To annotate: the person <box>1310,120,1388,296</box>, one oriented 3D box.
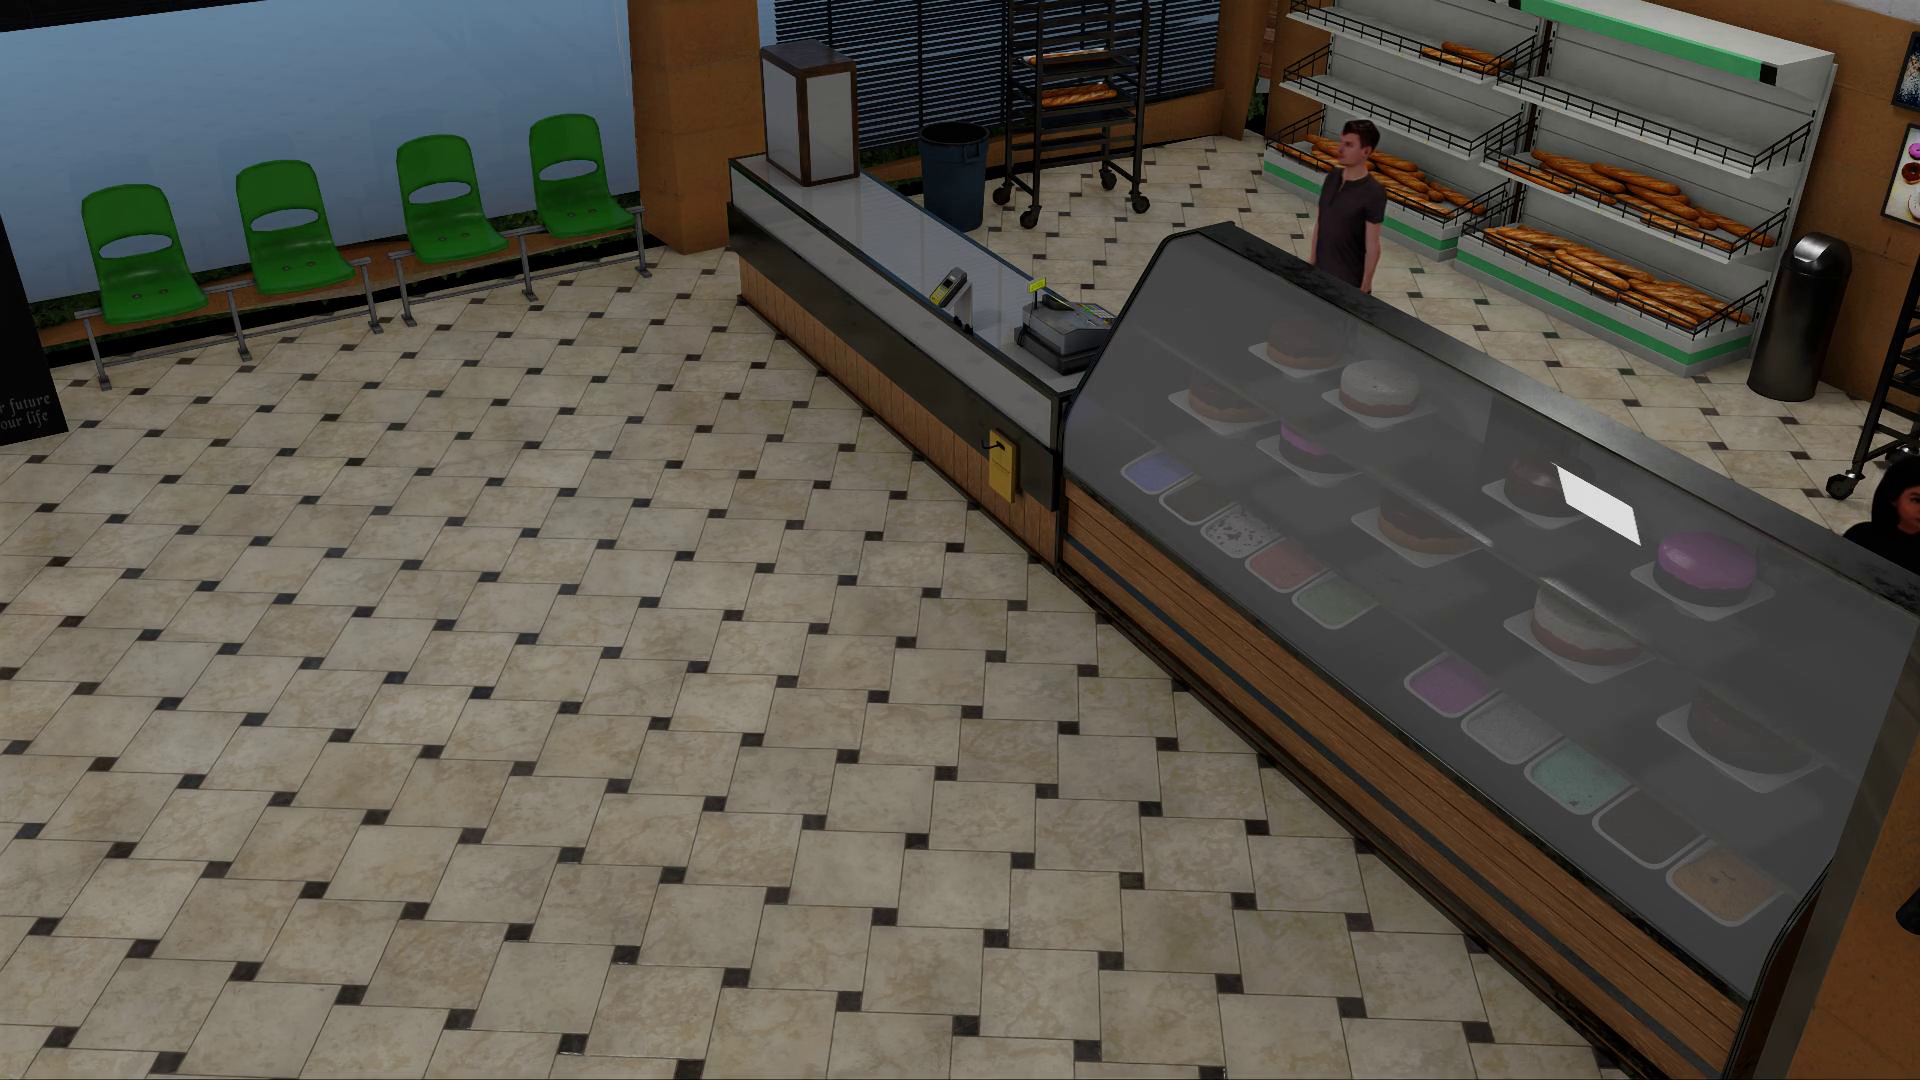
[{"bbox_3d":[2.146,-1.452,9.325,0.536,1.852,0.638,-16,35,-24],"label":"person"}]
